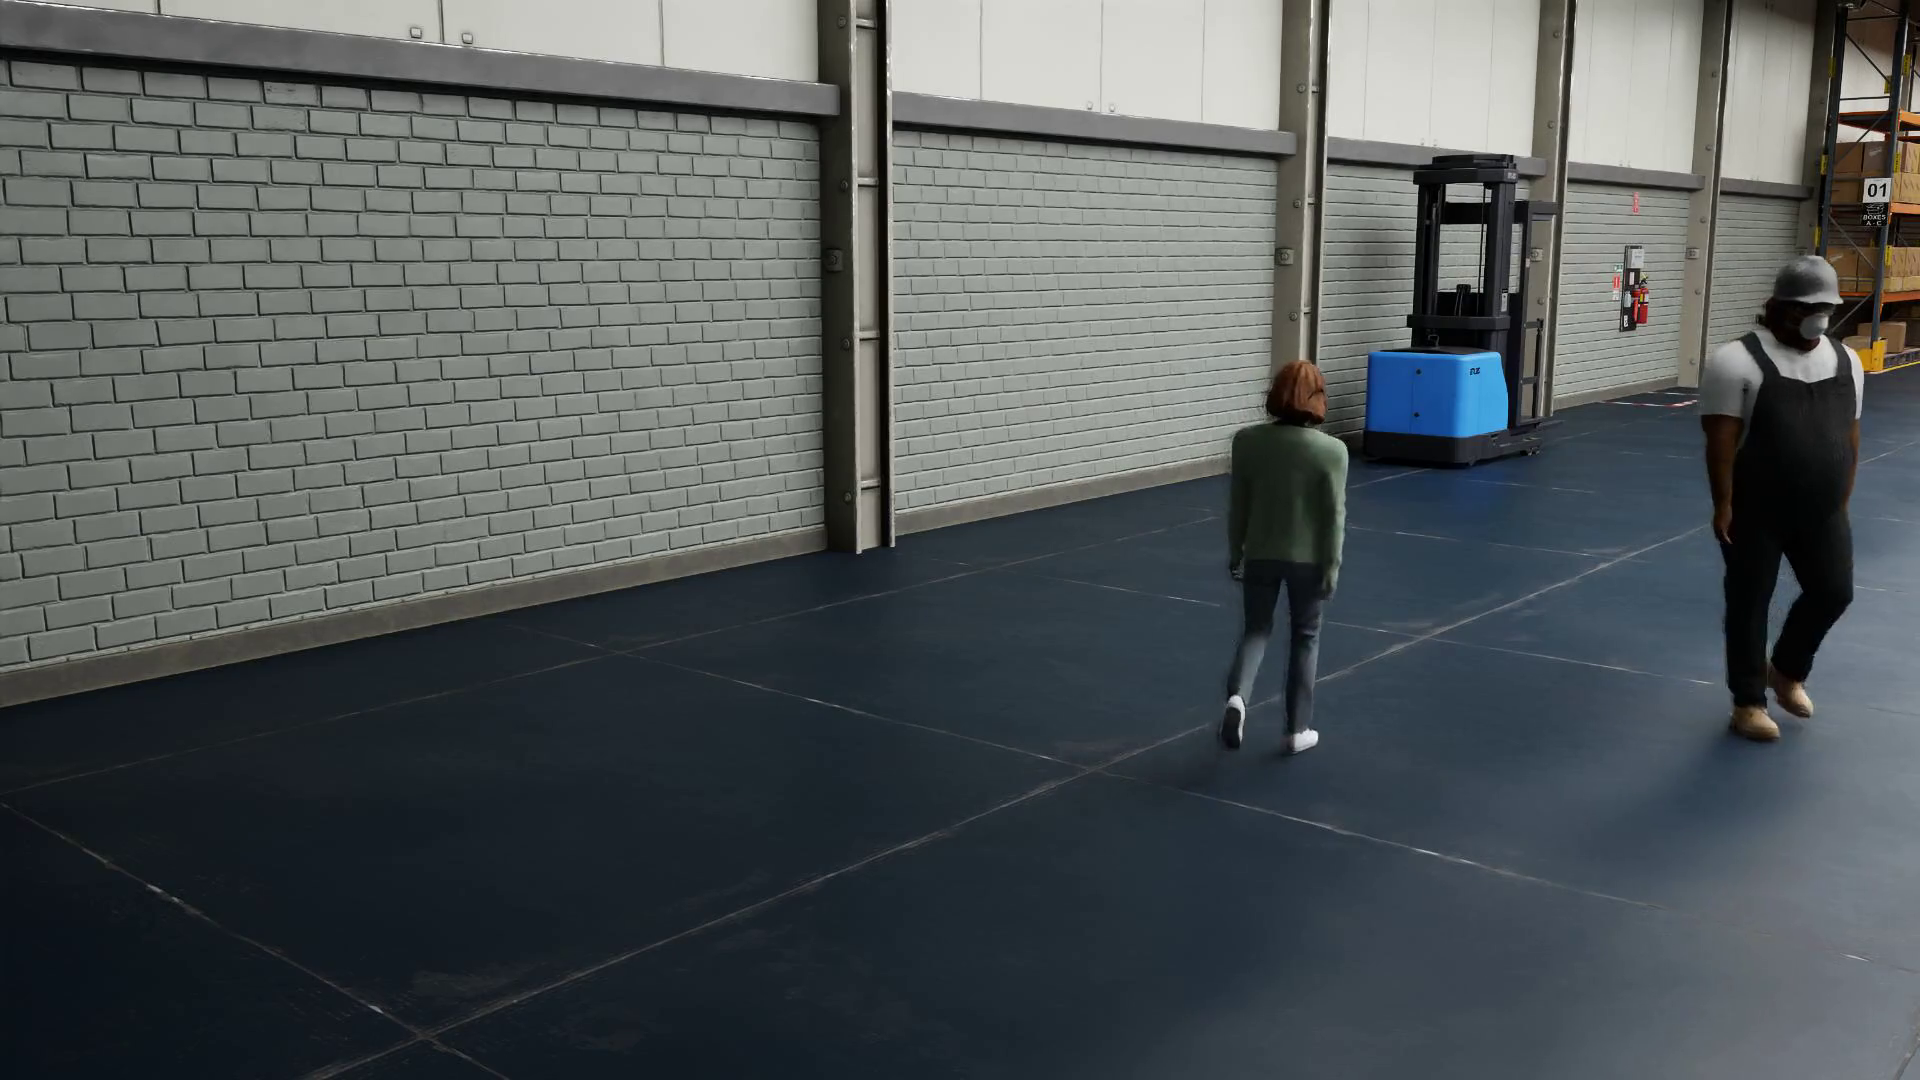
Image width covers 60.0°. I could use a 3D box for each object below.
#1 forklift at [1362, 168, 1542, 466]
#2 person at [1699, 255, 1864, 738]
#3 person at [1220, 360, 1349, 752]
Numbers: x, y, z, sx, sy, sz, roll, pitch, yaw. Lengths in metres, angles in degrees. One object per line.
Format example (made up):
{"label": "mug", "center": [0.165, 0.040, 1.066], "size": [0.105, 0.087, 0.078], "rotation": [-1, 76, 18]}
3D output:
{"label": "forklift", "center": [4.875, -2.212, 16.287], "size": [1.129, 2.768, 1.873], "rotation": [8, 13, 40]}
{"label": "person", "center": [3.482, -0.168, 7.039], "size": [0.702, 2.000, 0.535], "rotation": [0, 10, -1]}
{"label": "person", "center": [1.284, 0.088, 6.671], "size": [0.508, 1.613, 0.549], "rotation": [6, 11, 29]}
